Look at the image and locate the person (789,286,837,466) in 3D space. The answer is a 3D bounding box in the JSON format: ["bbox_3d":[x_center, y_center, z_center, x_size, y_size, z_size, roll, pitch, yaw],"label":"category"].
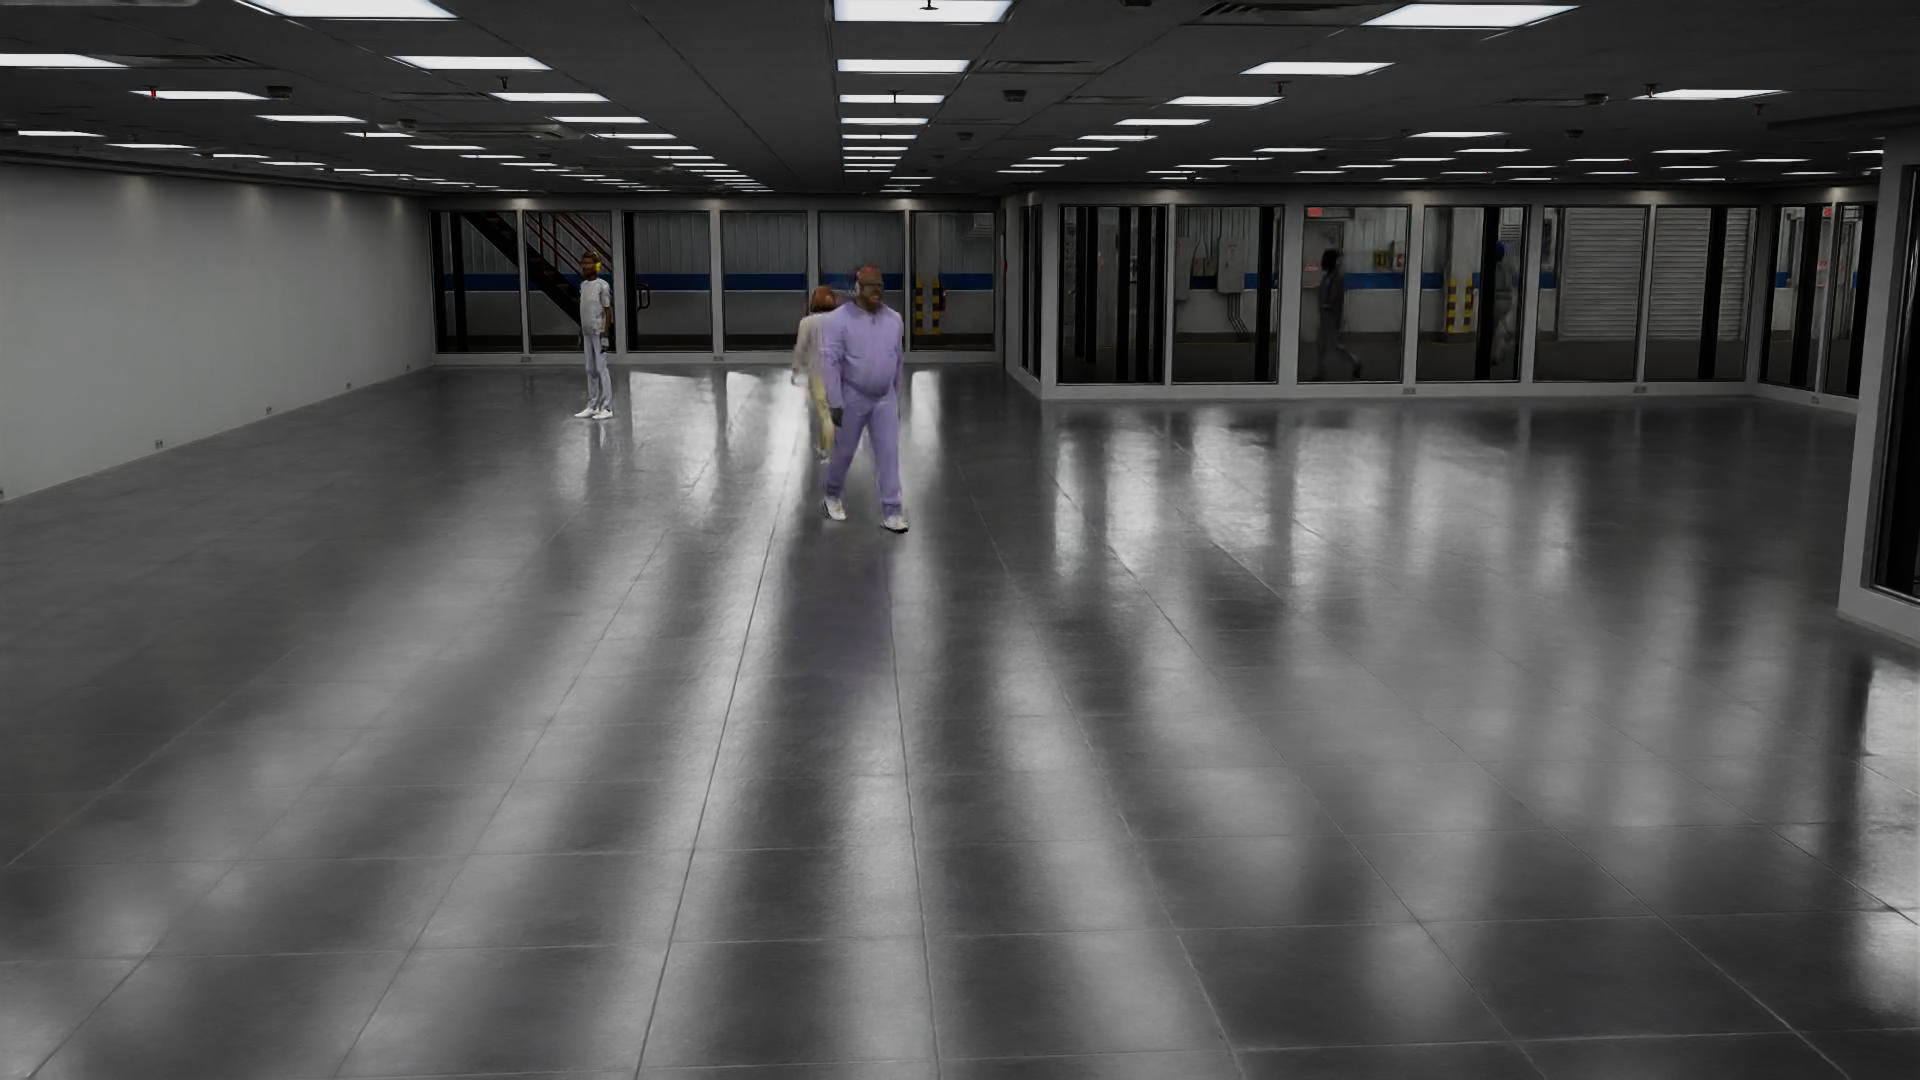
[{"bbox_3d":[-1.269,-1.485,15.039,0.519,1.595,0.824,-7,13,-33],"label":"person"}]

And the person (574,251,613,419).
[{"bbox_3d":[-4.108,-2.287,18.616,0.526,1.876,0.324,9,14,39],"label":"person"}]

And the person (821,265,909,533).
[{"bbox_3d":[-0.685,-1.018,11.807,0.651,1.866,0.999,-5,12,-26],"label":"person"}]
